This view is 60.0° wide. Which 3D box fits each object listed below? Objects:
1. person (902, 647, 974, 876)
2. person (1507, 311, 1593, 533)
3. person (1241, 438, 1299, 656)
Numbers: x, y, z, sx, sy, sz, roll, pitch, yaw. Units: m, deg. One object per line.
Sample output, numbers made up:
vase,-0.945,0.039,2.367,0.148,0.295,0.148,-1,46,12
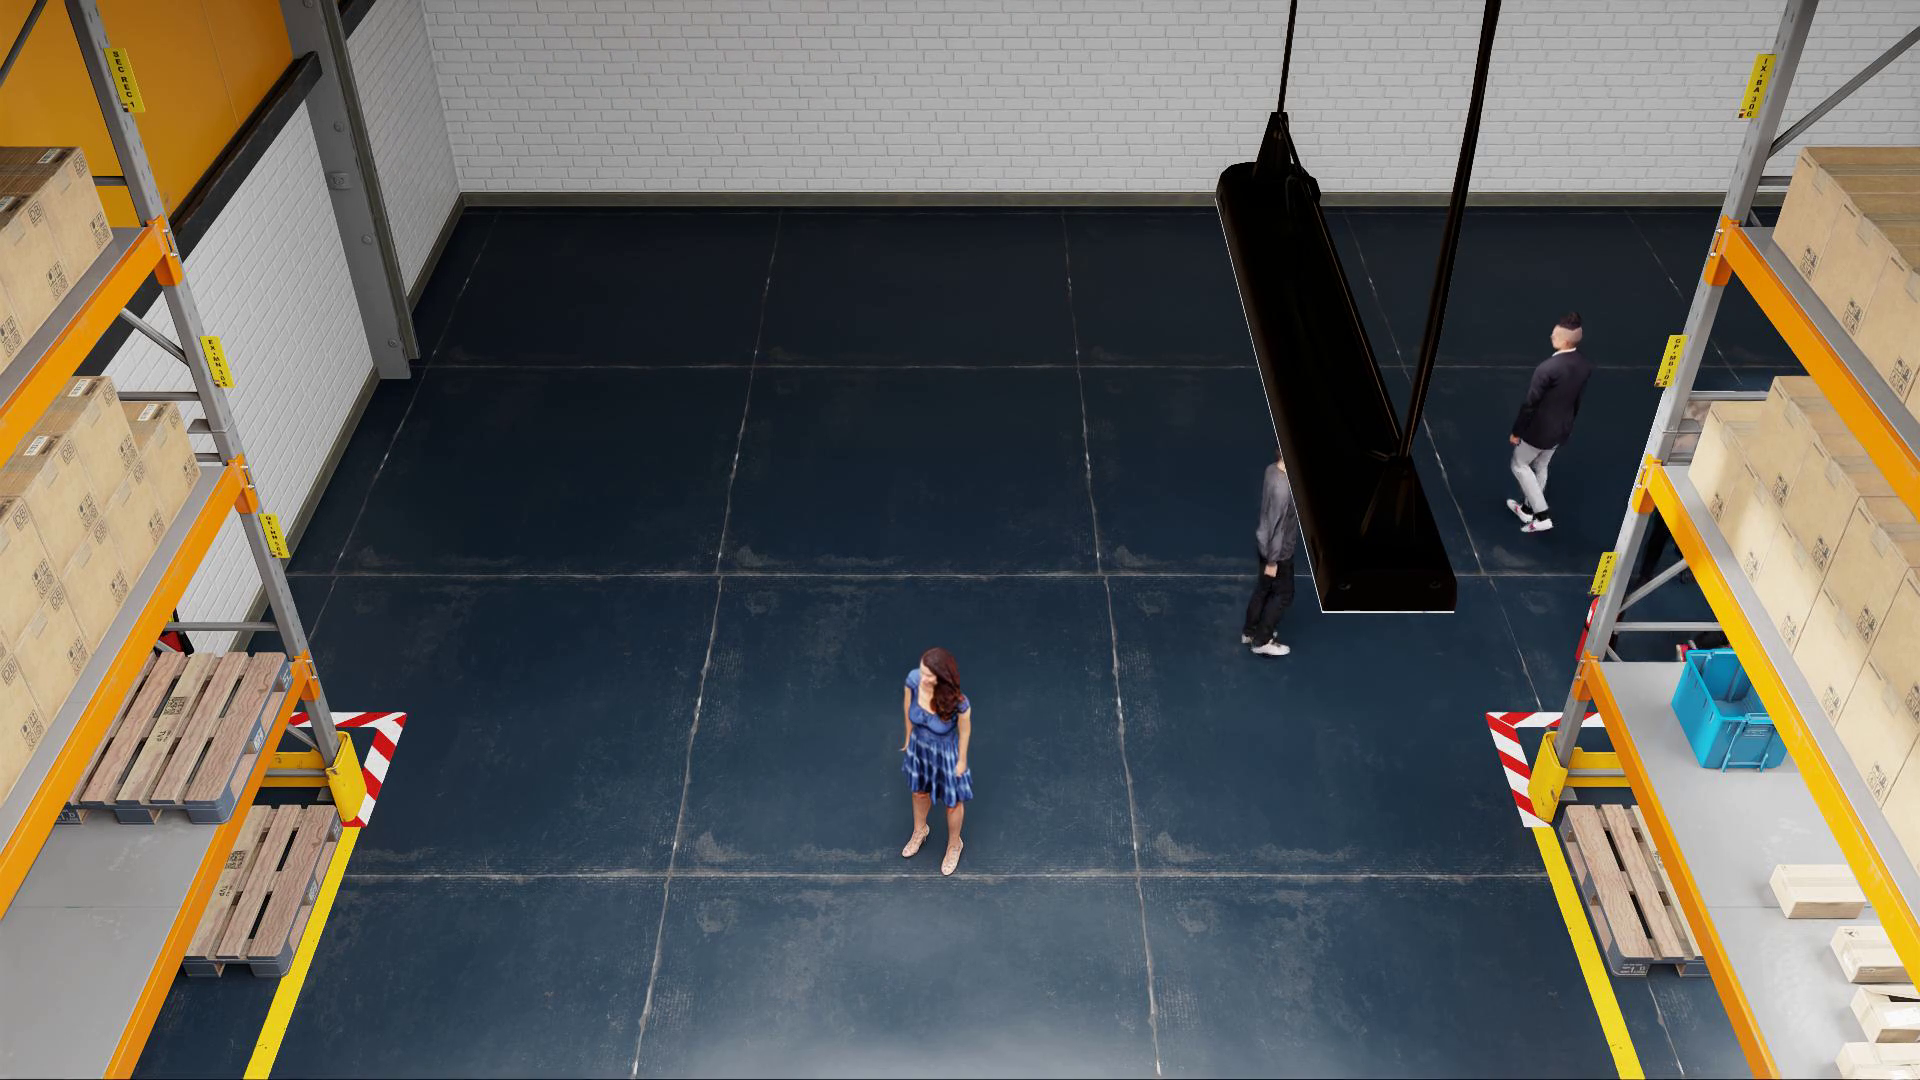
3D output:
person,-0.148,1.345,10.194,0.762,1.805,0.776,22,44,25
person,4.593,-0.841,12.818,0.920,1.946,1.005,-18,42,-21
person,2.215,0.063,11.861,0.777,1.729,0.499,6,39,8
